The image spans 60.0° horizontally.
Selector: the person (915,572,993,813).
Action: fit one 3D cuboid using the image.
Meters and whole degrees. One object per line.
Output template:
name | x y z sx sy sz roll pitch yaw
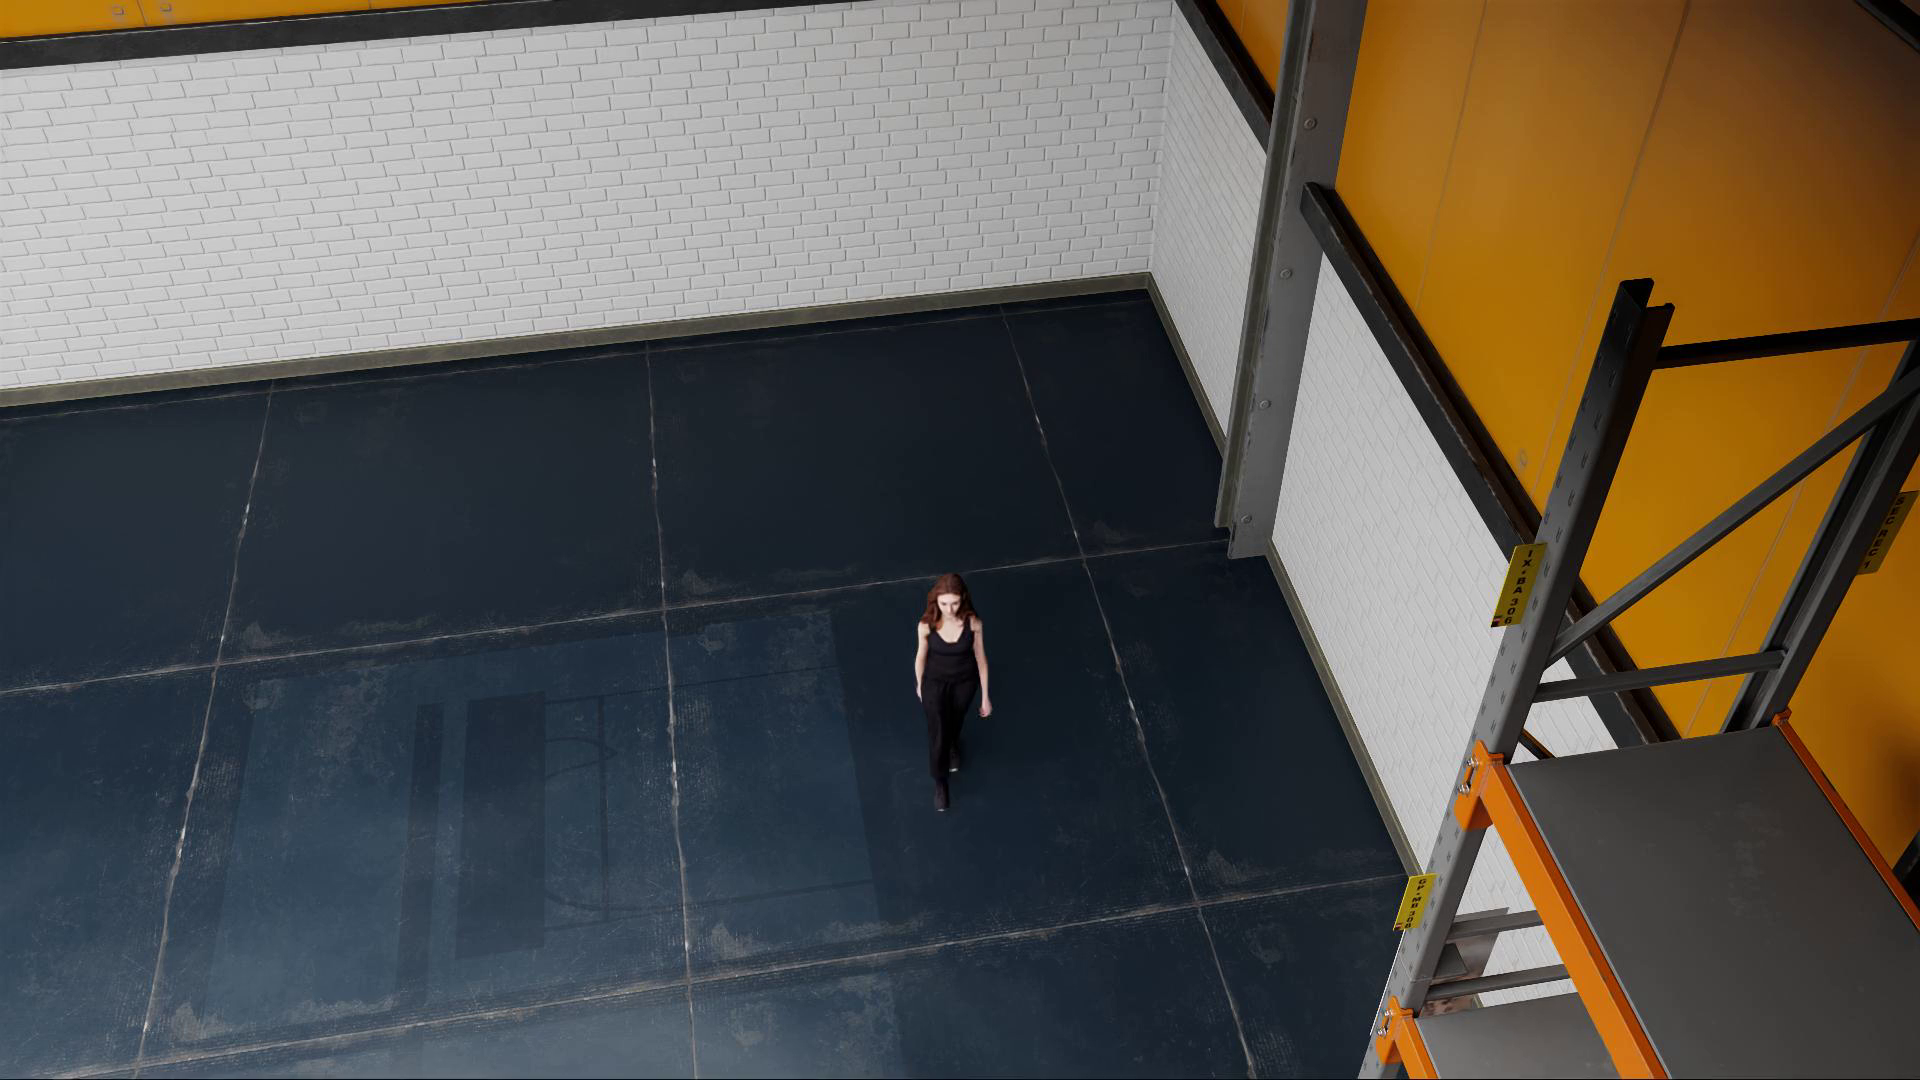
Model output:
person | -0.061 0.772 10.049 0.580 1.728 0.800 -8 44 -8
